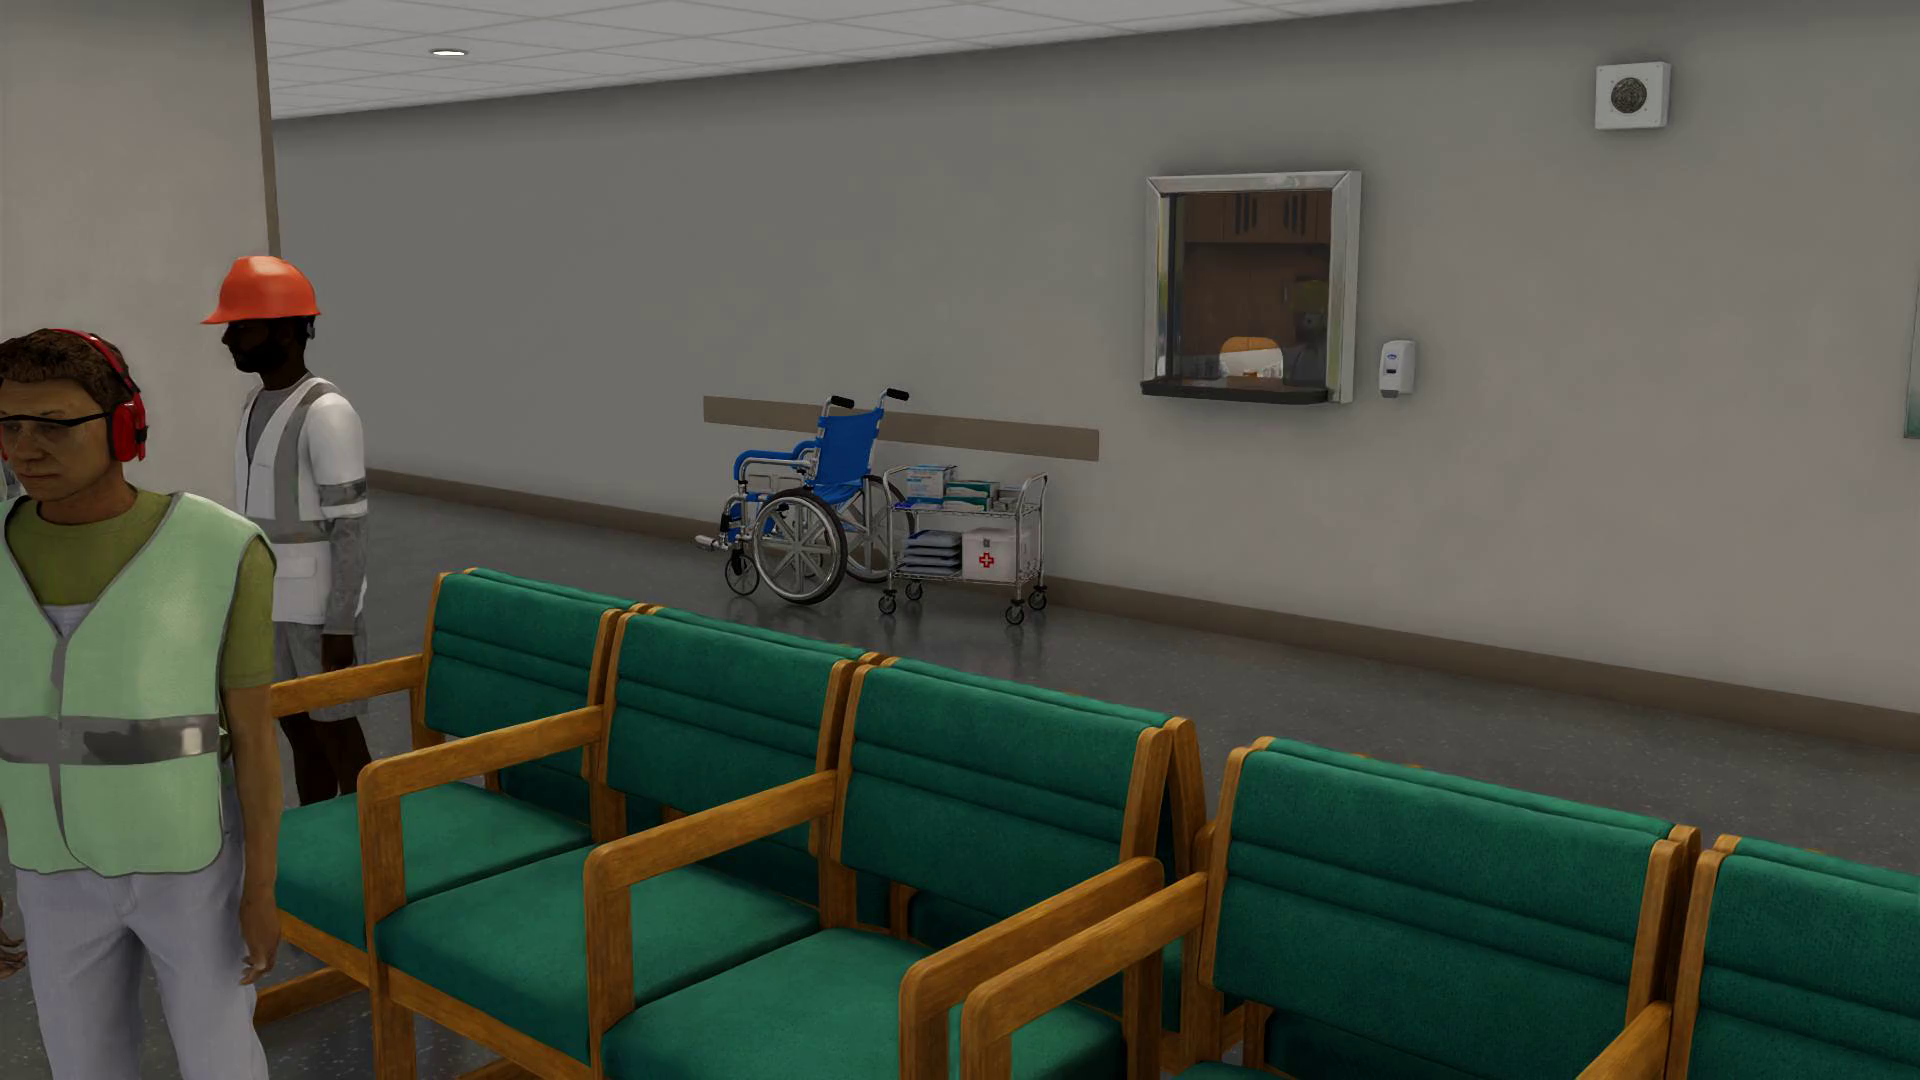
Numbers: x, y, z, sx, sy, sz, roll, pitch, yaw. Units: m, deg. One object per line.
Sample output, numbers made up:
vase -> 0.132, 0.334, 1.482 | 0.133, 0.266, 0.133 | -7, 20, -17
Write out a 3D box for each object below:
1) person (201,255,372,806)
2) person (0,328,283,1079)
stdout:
person -> -1.885, 0.174, 4.717 | 0.548, 1.937, 0.379 | 10, 14, 43
person -> -1.410, 0.559, 2.835 | 0.560, 1.837, 0.387 | 0, 10, -1
